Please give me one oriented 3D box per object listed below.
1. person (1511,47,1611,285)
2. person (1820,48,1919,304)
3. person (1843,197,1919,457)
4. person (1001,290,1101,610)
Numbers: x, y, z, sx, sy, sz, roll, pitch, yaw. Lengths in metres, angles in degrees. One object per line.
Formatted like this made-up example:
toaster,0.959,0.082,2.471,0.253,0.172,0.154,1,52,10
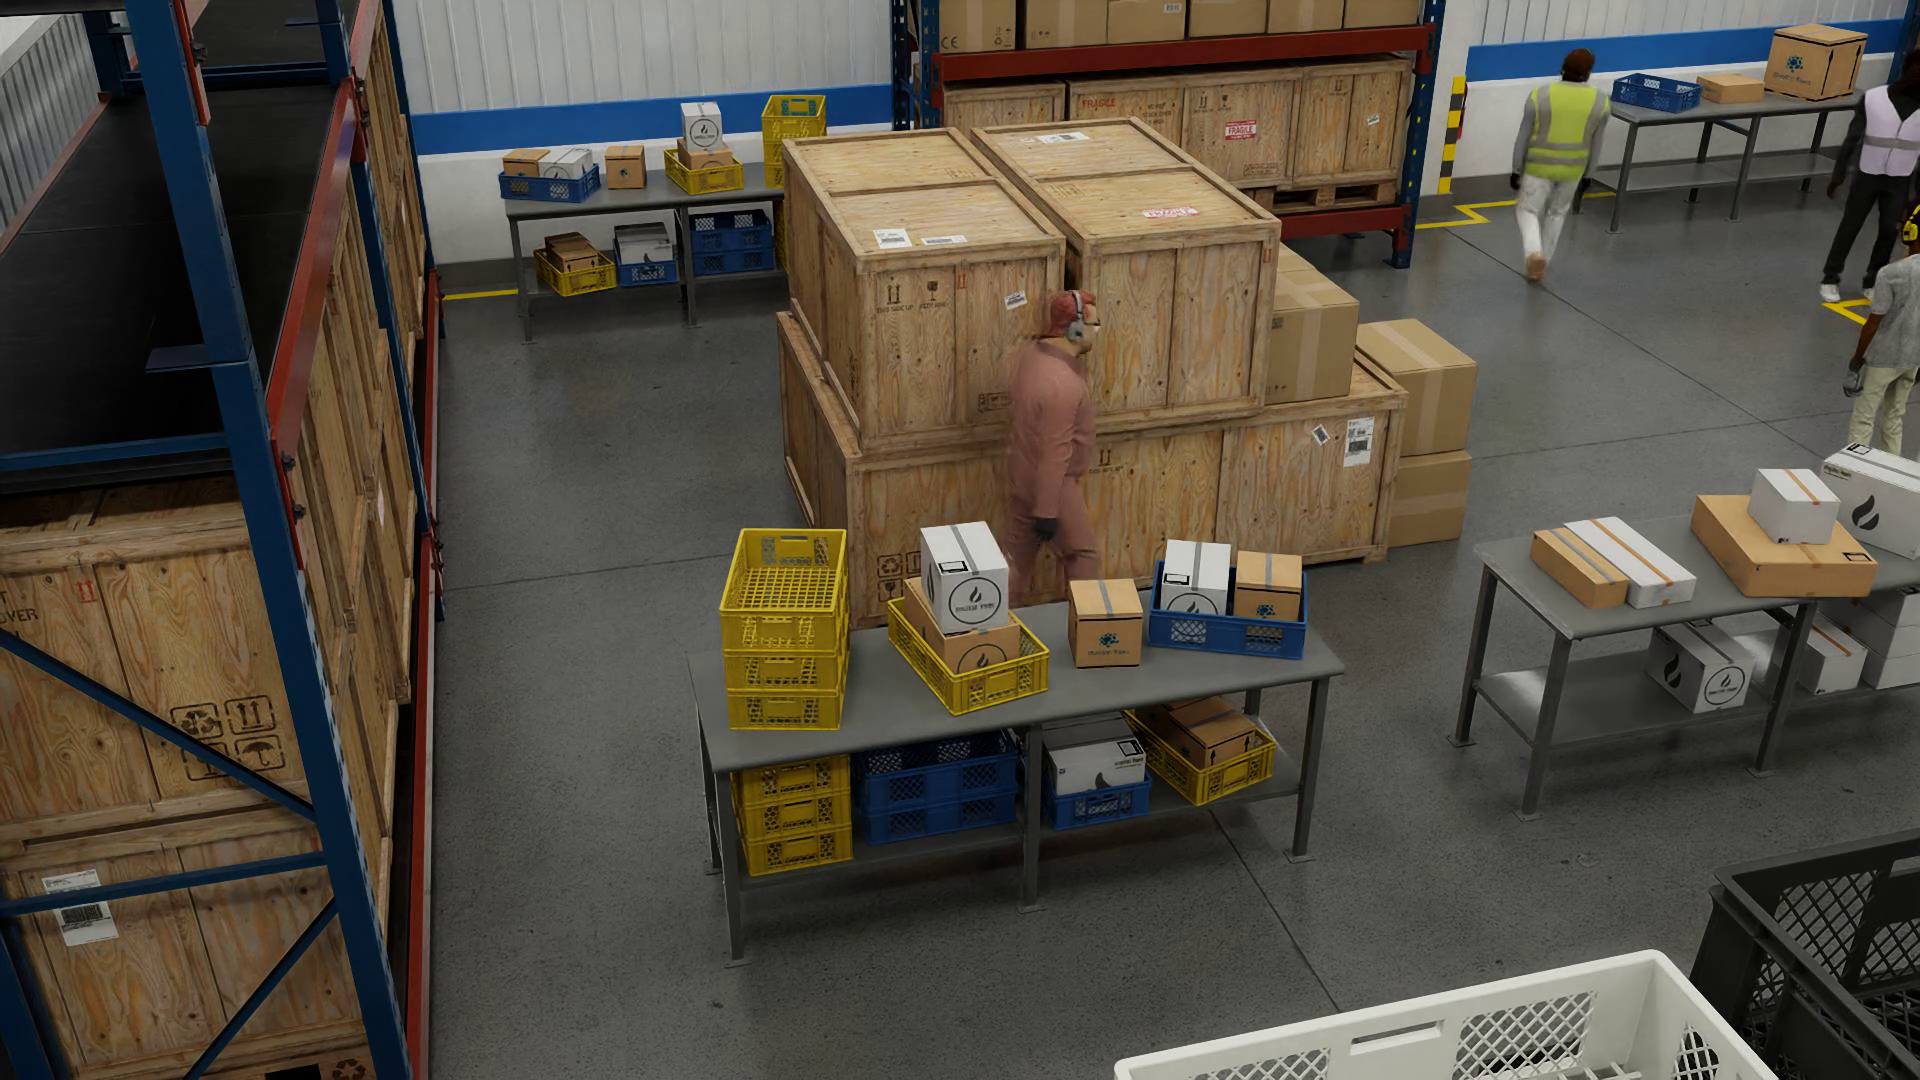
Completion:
person,4.497,-2.792,12.569,0.639,1.816,0.682,4,29,7
person,6.775,-2.689,12.283,0.687,1.906,0.402,8,30,14
person,5.167,-0.986,9.250,0.504,1.861,0.328,-6,29,-11
person,0.517,-0.285,7.963,0.794,1.865,0.681,-5,29,-10
